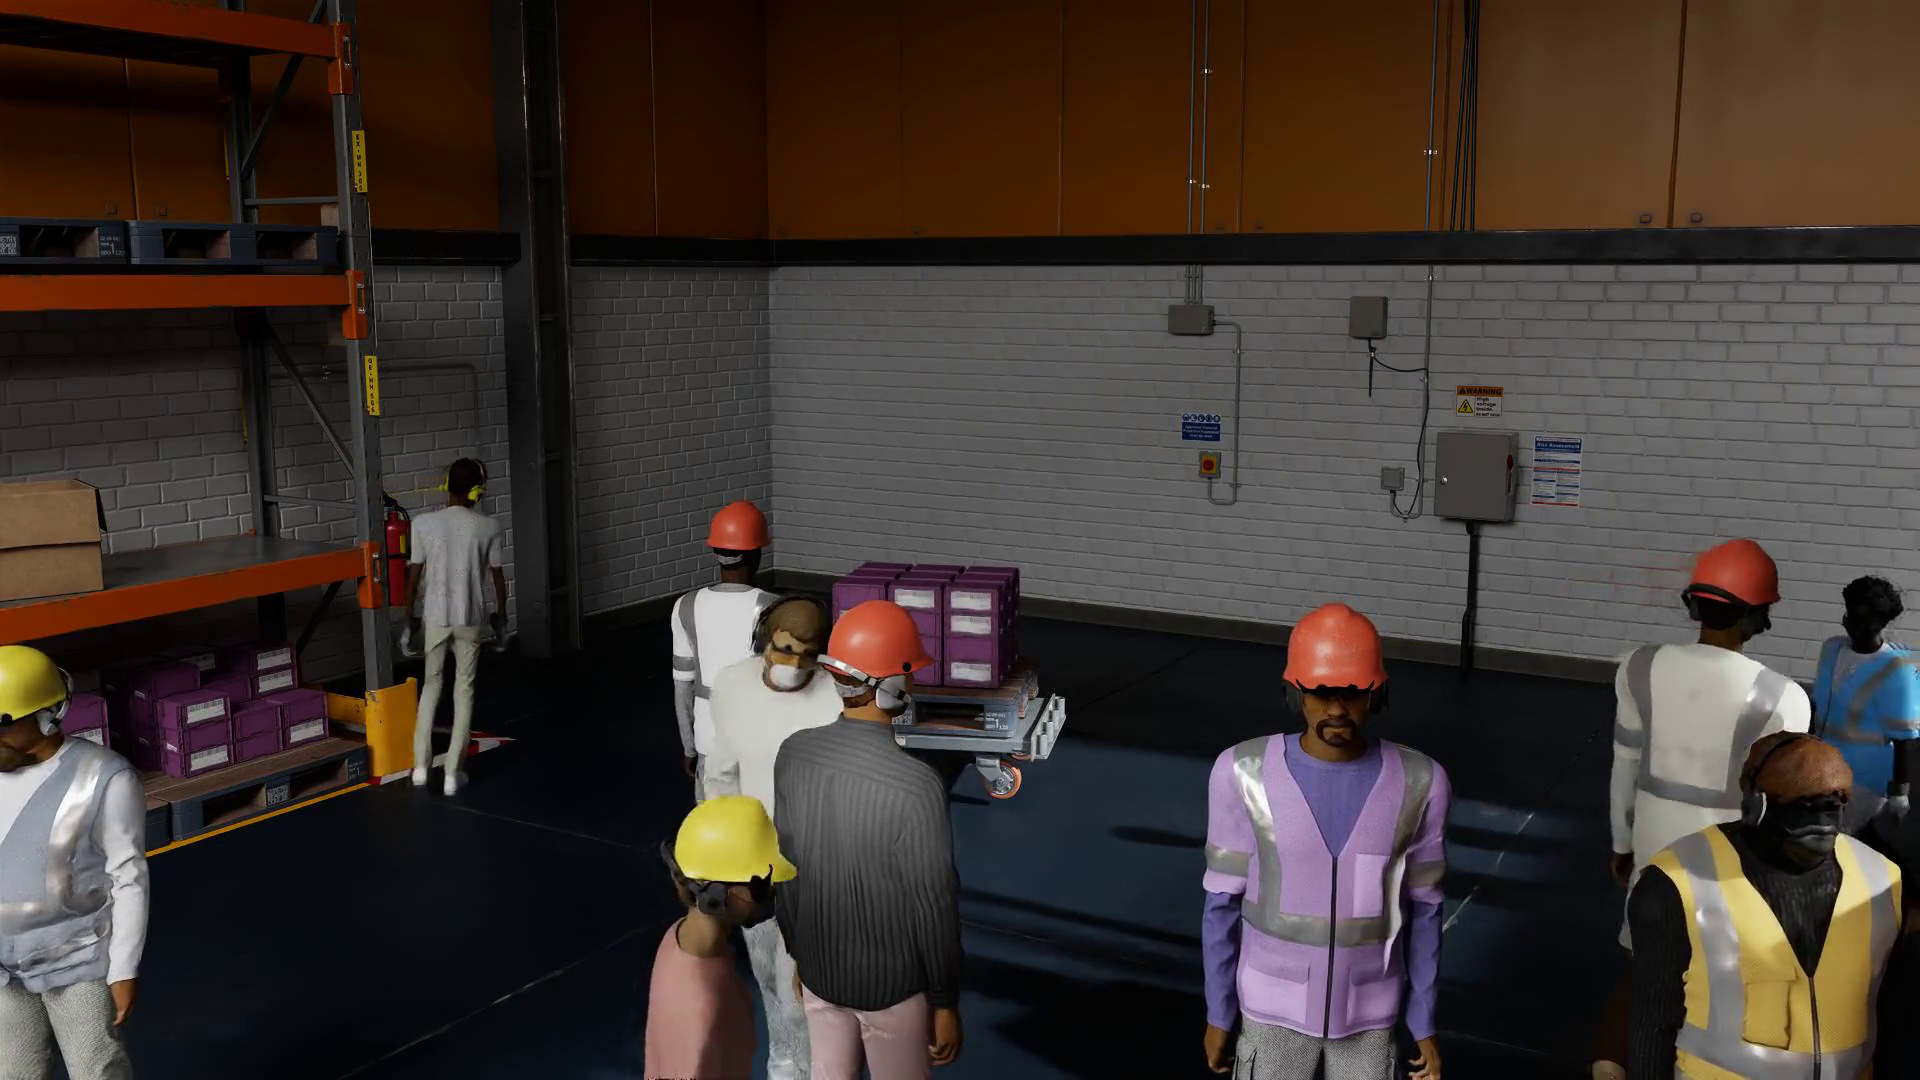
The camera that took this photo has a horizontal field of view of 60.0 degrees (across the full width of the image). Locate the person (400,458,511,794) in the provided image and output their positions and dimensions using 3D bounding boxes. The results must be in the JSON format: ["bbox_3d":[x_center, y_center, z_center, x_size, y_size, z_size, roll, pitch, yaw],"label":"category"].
[{"bbox_3d":[-2.776,0.468,9.158,0.566,1.824,0.485,-2,9,-13],"label":"person"}]

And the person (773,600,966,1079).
[{"bbox_3d":[-0.229,1.143,4.428,0.622,1.994,0.381,8,12,39],"label":"person"}]

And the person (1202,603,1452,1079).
[{"bbox_3d":[0.909,1.161,4.163,0.605,2.045,0.377,1,9,4],"label":"person"}]

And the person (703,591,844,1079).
[{"bbox_3d":[-0.521,1.063,5.226,0.672,1.892,0.620,7,11,36],"label":"person"}]

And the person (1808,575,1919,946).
[{"bbox_3d":[3.704,0.933,6.803,0.866,1.643,0.582,0,9,-2],"label":"person"}]

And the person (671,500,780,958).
[{"bbox_3d":[-0.876,0.806,6.705,0.542,1.939,0.361,2,9,15],"label":"person"}]

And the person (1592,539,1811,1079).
[{"bbox_3d":[2.286,1.002,5.225,0.821,2.023,0.610,-9,13,-44],"label":"person"}]

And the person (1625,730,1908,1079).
[{"bbox_3d":[1.840,1.325,3.822,0.621,1.835,0.430,0,9,-1],"label":"person"}]

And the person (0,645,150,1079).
[{"bbox_3d":[-2.601,1.183,4.719,0.588,1.822,0.403,1,9,7],"label":"person"}]

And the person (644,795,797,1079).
[{"bbox_3d":[-0.656,1.400,3.615,0.619,1.744,0.534,-1,9,-8],"label":"person"}]
